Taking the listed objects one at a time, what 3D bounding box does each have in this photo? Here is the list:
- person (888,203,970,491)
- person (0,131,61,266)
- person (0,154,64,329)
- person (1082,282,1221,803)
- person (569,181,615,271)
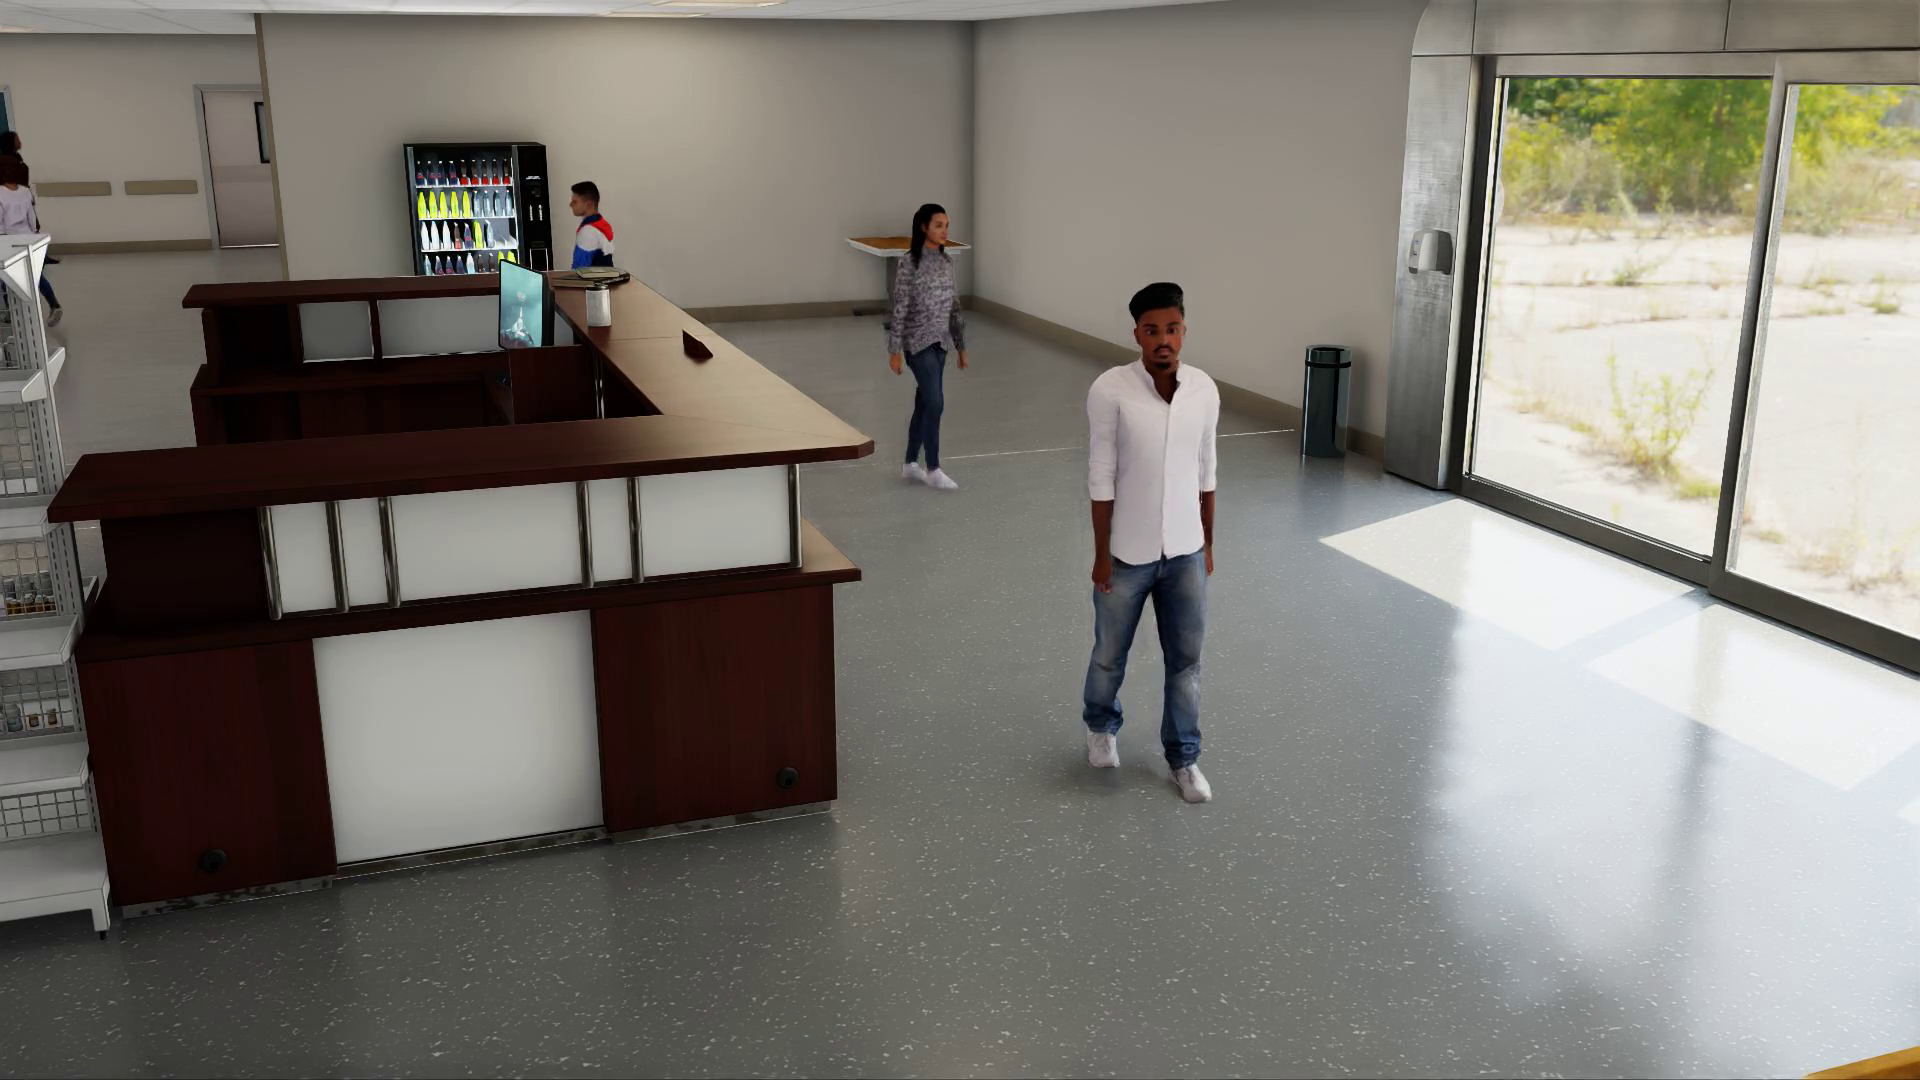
[{"bbox_3d":[-0.271,-1.182,10.189,0.901,1.712,0.867,14,21,42],"label":"person"},{"bbox_3d":[-12.333,-4.421,21.675,1.066,1.713,0.597,-5,16,-17],"label":"person"},{"bbox_3d":[-9.248,-2.922,16.410,1.126,1.685,1.138,10,18,31],"label":"person"},{"bbox_3d":[0.654,-0.017,5.888,0.847,1.803,0.788,-4,16,-14],"label":"person"},{"bbox_3d":[-2.502,-1.620,11.697,0.951,1.736,0.819,1,16,3],"label":"person"}]
